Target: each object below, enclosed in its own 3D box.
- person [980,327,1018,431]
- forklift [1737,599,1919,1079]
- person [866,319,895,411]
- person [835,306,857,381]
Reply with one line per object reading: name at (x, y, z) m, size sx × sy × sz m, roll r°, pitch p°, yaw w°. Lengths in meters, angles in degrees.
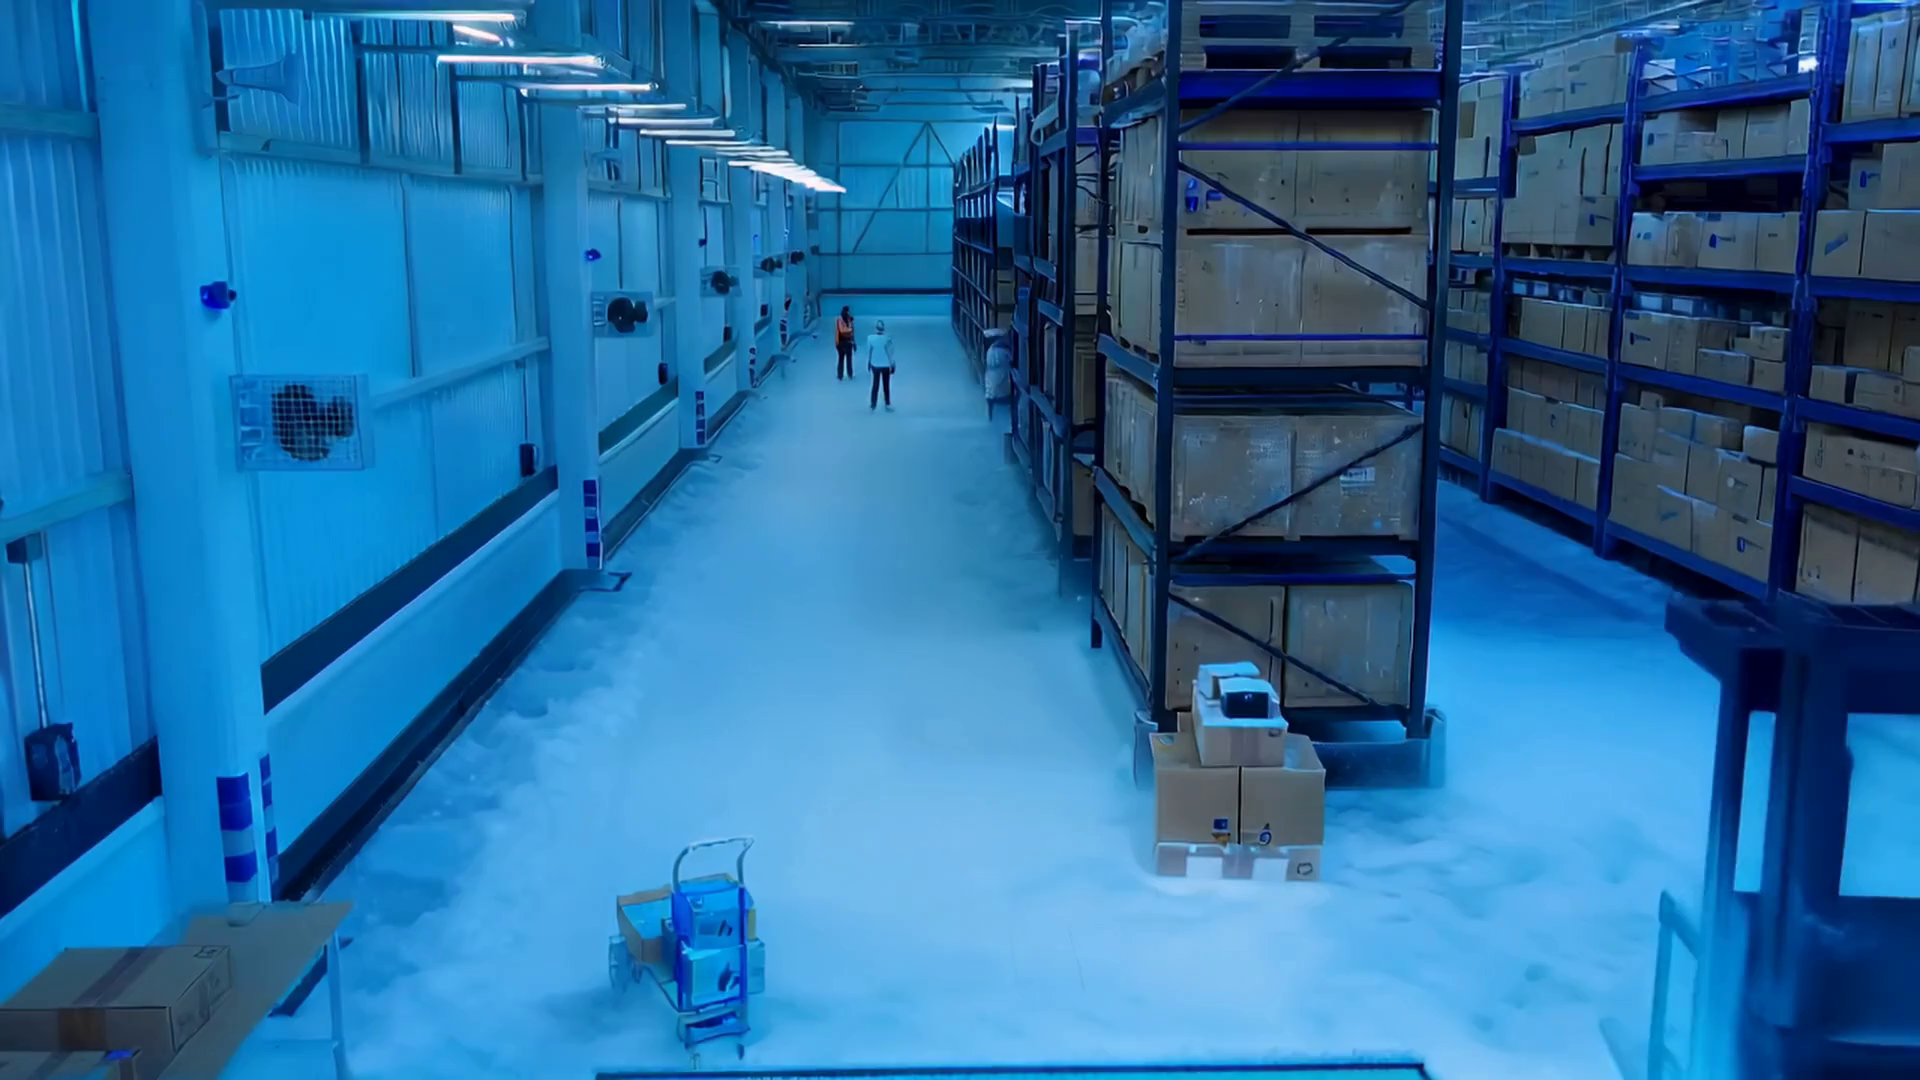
person at (0.739, -3.110, 32.280) m, size 0.661 × 2.026 × 0.608 m, roll 5°, pitch 12°, yaw 25°
forklift at (3.153, 1.592, 5.564) m, size 1.129 × 2.768 × 1.873 m, roll 1°, pitch 11°, yaw 5°
person at (-1.704, -3.750, 35.696) m, size 0.613 × 1.988 × 0.404 m, roll -3°, pitch 11°, yaw -14°
person at (-2.917, -5.013, 42.469) m, size 0.586 × 1.913 × 0.397 m, roll -7°, pitch 13°, yaw -33°
